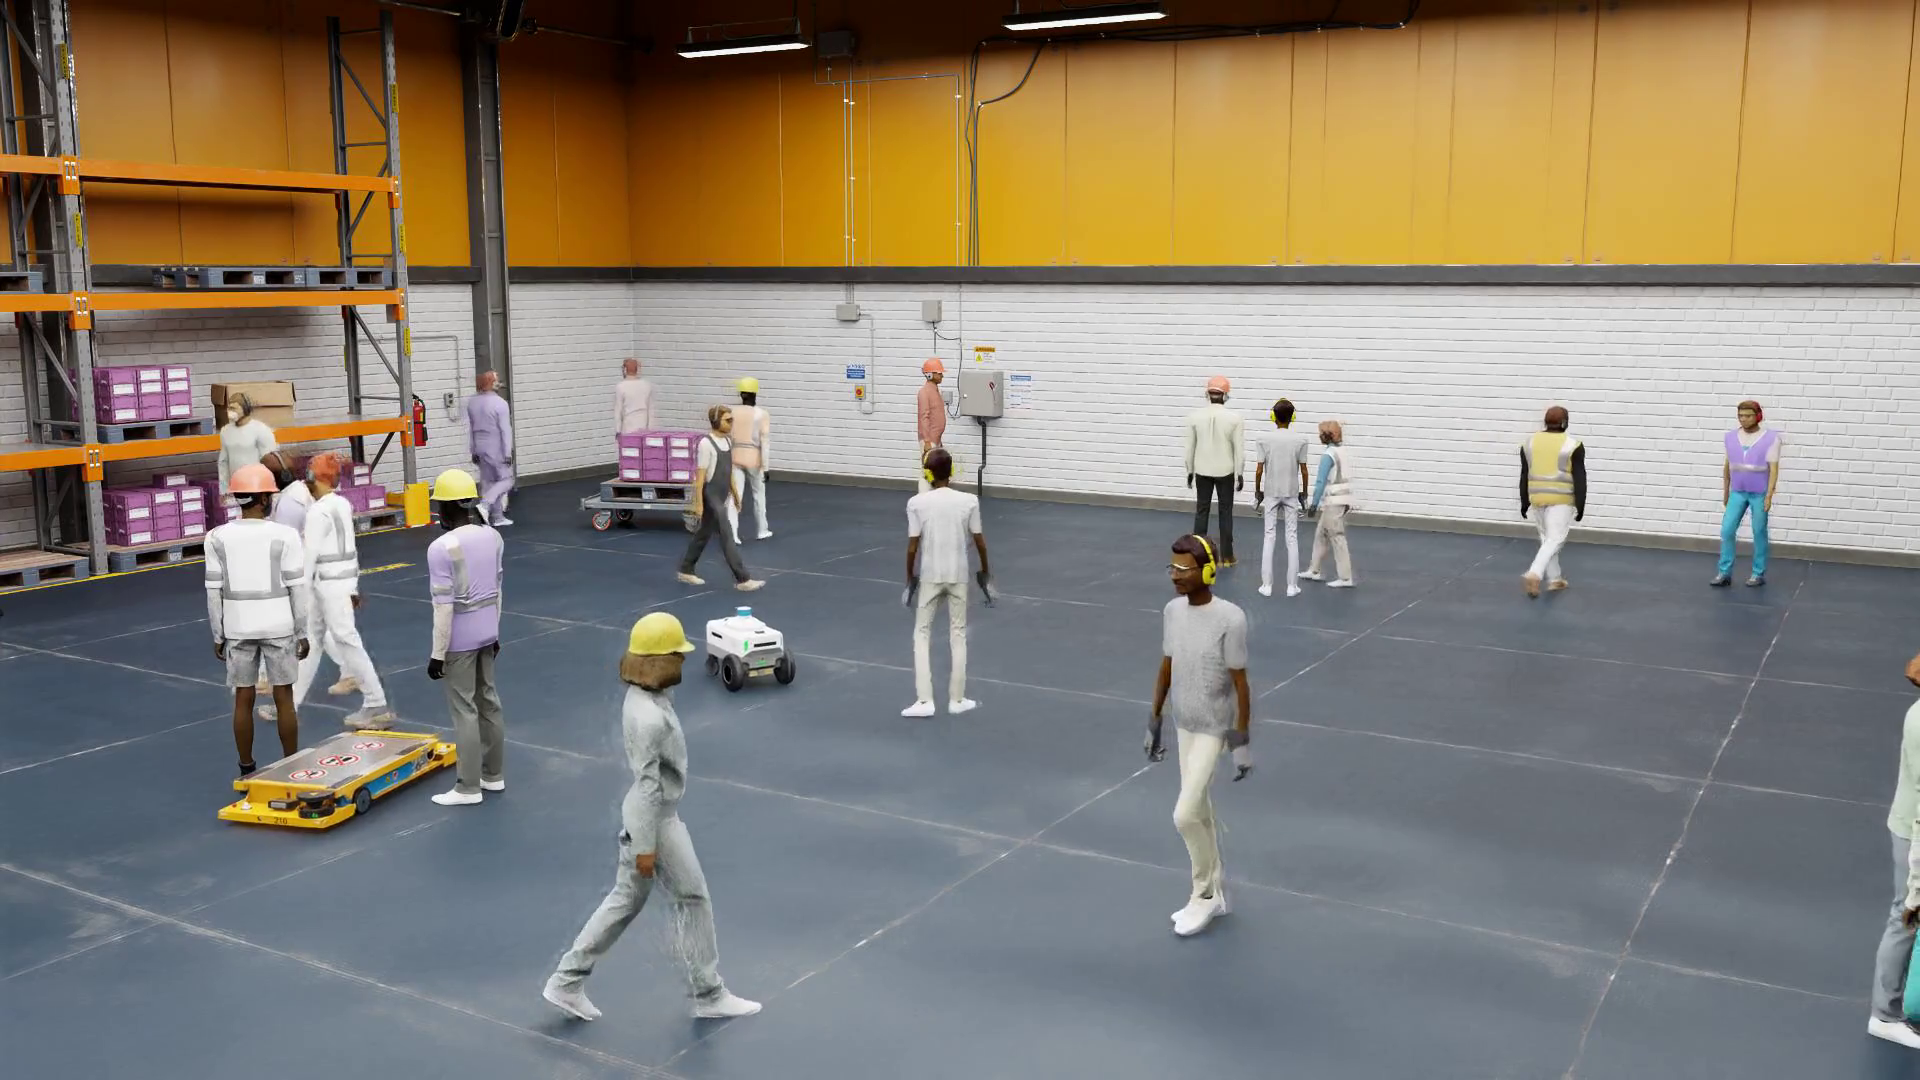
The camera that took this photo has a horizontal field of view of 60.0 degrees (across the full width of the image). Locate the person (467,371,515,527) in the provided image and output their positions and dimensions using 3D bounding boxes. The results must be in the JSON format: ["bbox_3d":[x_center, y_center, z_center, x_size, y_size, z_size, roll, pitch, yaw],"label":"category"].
[{"bbox_3d":[-5.567,-1.064,19.733,0.655,1.886,0.629,6,11,32],"label":"person"}]

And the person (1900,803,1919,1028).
[{"bbox_3d":[3.461,1.264,5.595,0.381,1.754,0.542,-7,12,-38],"label":"person"}]

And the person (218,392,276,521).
[{"bbox_3d":[-6.926,-0.509,16.289,0.644,1.898,1.013,4,10,26],"label":"person"}]

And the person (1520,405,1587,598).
[{"bbox_3d":[5.553,-0.366,15.667,0.899,1.808,0.629,-8,12,-42],"label":"person"}]

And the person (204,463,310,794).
[{"bbox_3d":[-4.087,0.517,9.727,0.550,1.933,0.371,-1,9,-8],"label":"person"}]

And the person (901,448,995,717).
[{"bbox_3d":[-0.109,0.304,11.336,0.730,1.849,0.456,-1,9,-4],"label":"person"}]

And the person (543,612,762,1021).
[{"bbox_3d":[-1.278,1.122,6.662,0.851,1.706,0.512,-2,9,-14],"label":"person"}]

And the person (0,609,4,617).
[{"bbox_3d":[-8.708,-0.249,14.504,0.553,1.934,0.367,0,9,2],"label":"person"}]

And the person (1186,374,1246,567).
[{"bbox_3d":[2.658,-0.718,17.248,0.622,1.992,0.394,4,10,23],"label":"person"}]

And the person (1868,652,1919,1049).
[{"bbox_3d":[3.830,1.177,6.572,0.285,1.628,0.515,8,12,40],"label":"person"}]

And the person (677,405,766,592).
[{"bbox_3d":[-2.343,-0.406,15.958,0.996,1.795,0.536,3,9,16],"label":"person"}]

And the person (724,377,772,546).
[{"bbox_3d":[-2.397,-0.885,18.667,0.599,1.883,0.975,3,9,16],"label":"person"}]

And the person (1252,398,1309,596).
[{"bbox_3d":[3.023,-0.399,15.654,0.530,1.868,0.322,1,9,9],"label":"person"}]

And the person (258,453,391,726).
[{"bbox_3d":[-4.273,0.340,11.138,0.897,1.830,0.586,-2,9,-12],"label":"person"}]

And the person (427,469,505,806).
[{"bbox_3d":[-2.837,0.555,9.509,0.366,1.926,0.593,3,10,19],"label":"person"}]

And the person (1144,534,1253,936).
[{"bbox_3d":[1.061,0.890,7.638,0.545,1.850,0.568,-6,11,-32],"label":"person"}]

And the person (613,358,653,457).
[{"bbox_3d":[-4.456,-1.549,22.777,0.709,1.887,0.650,7,12,39],"label":"person"}]

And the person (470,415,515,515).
[{"bbox_3d":[-5.908,-1.119,21.016,0.569,1.578,0.867,-5,10,-26],"label":"person"}]

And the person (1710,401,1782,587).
[{"bbox_3d":[7.563,-0.428,16.000,0.753,1.815,0.594,-7,12,-39],"label":"person"}]

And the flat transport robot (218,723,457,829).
[{"bbox_3d":[-3.573,1.351,9.693,0.652,0.197,1.431,2,9,14],"label":"flat transport robot"}]

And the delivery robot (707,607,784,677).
[{"bbox_3d":[-1.600,0.739,12.338,0.477,0.478,0.707,-6,11,-32],"label":"delivery robot"}]

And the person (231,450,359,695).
[{"bbox_3d":[-4.726,0.245,11.883,0.908,1.796,0.615,-4,10,-25],"label":"person"}]

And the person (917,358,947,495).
[{"bbox_3d":[-0.342,-1.253,20.584,0.379,1.996,0.611,2,9,13],"label":"person"}]

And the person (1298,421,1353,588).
[{"bbox_3d":[3.521,-0.349,16.118,0.725,1.607,0.540,5,10,28],"label":"person"}]
